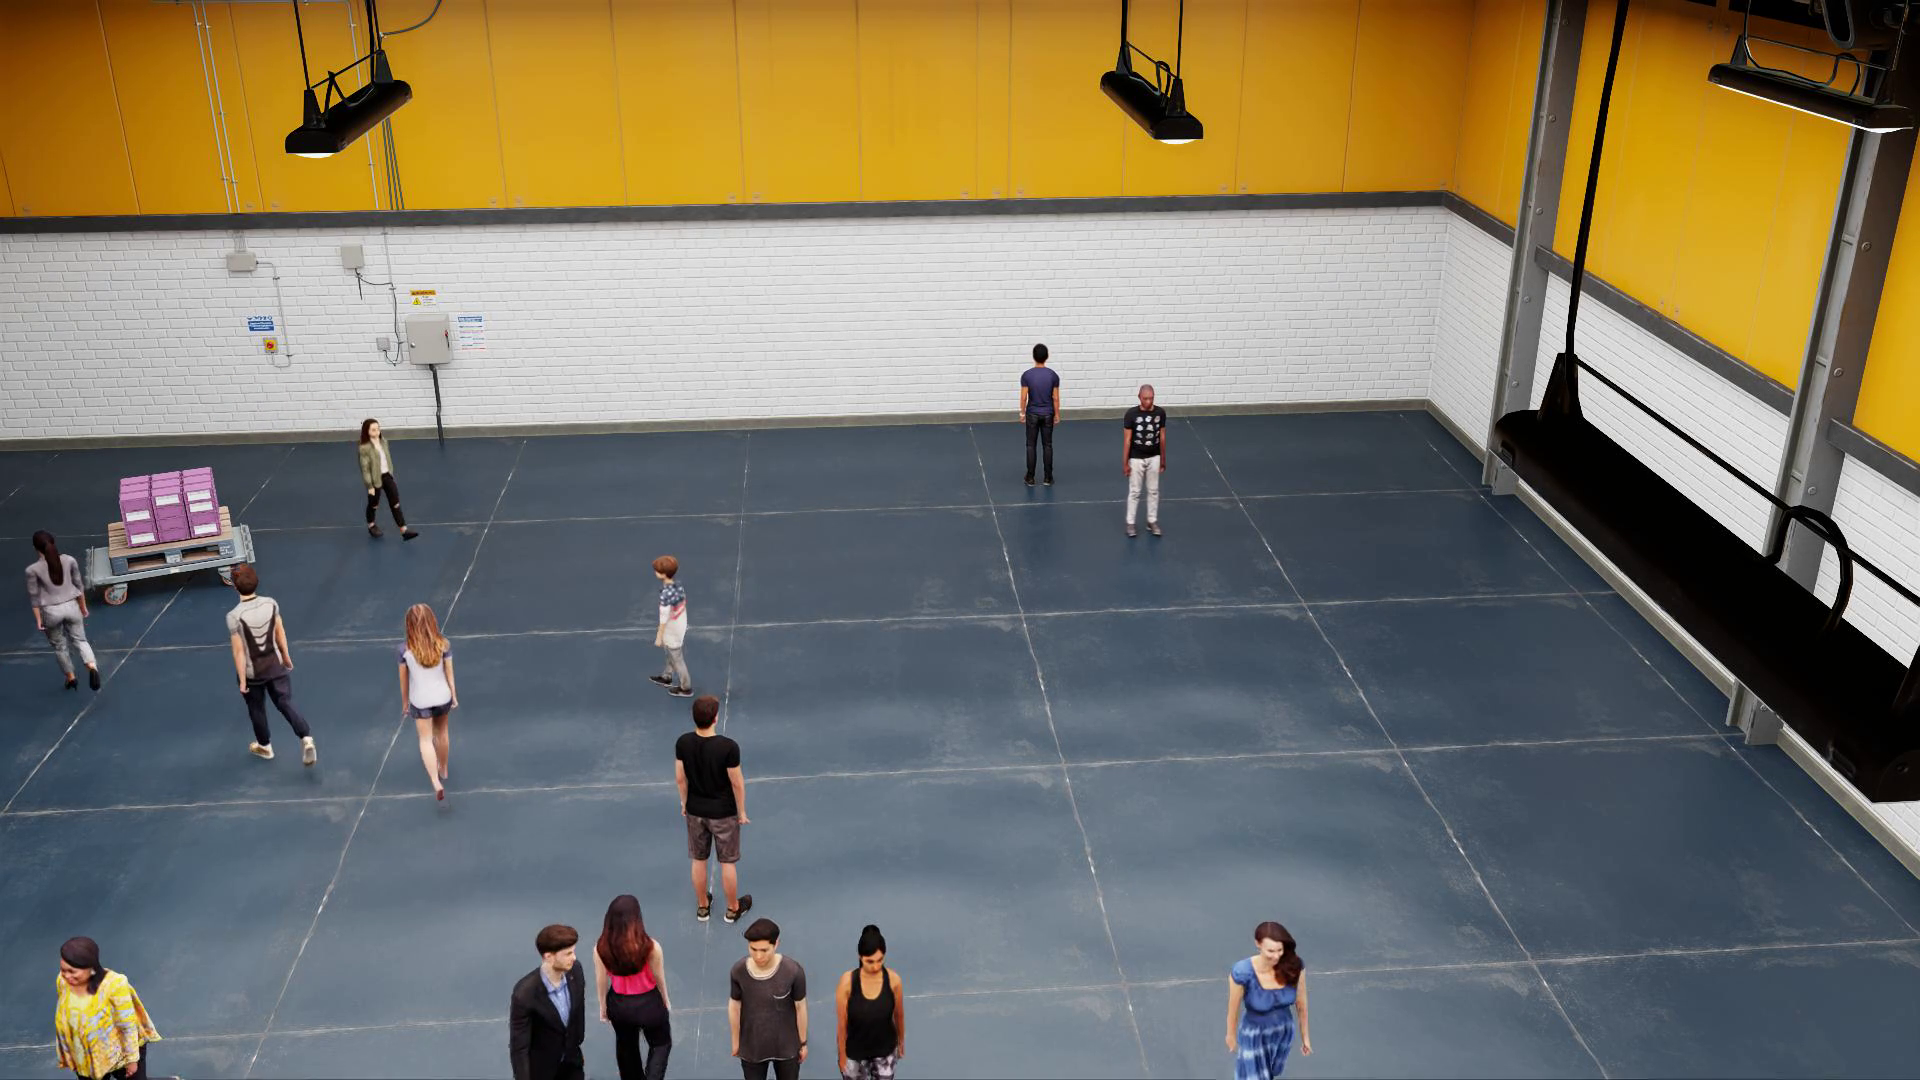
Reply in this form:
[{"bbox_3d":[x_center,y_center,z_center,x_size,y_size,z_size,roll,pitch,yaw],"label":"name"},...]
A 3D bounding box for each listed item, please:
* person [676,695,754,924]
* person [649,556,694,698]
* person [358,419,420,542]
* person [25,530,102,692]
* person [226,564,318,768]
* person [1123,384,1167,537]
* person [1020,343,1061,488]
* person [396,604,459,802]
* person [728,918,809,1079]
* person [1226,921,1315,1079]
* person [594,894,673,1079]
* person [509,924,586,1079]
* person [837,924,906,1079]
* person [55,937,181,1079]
[{"bbox_3d":[-1.839,1.980,12.261,0.735,1.861,0.688,5,24,11],"label":"person"},{"bbox_3d":[-2.614,0.807,15.482,0.720,1.430,0.724,5,24,12],"label":"person"},{"bbox_3d":[-6.639,-0.669,18.855,1.022,1.434,1.015,14,27,30],"label":"person"},{"bbox_3d":[-8.294,0.717,15.398,1.003,1.662,0.926,20,31,39],"label":"person"},{"bbox_3d":[-5.915,1.118,14.221,1.181,1.870,1.124,18,30,36],"label":"person"},{"bbox_3d":[2.103,-0.931,18.995,0.678,1.802,0.635,-4,24,-10],"label":"person"},{"bbox_3d":[0.979,-1.536,20.388,0.652,1.795,0.563,-1,24,-2],"label":"person"},{"bbox_3d":[-4.404,1.369,13.852,0.817,1.708,1.072,-10,26,-22],"label":"person"},{"bbox_3d":[-1.155,3.006,10.098,0.651,1.715,0.581,1,24,2],"label":"person"},{"bbox_3d":[1.803,3.021,10.025,0.830,1.746,1.214,-8,25,-18],"label":"person"},{"bbox_3d":[-2.003,2.950,10.308,0.671,1.648,0.910,0,24,-1],"label":"person"},{"bbox_3d":[-2.465,3.056,9.847,1.173,1.823,1.321,-18,29,-35],"label":"person"},{"bbox_3d":[-0.577,3.029,10.121,0.678,1.654,0.850,-7,25,-16],"label":"person"},{"bbox_3d":[-5.102,3.053,10.095,0.827,1.629,1.052,2,24,6],"label":"person"}]
